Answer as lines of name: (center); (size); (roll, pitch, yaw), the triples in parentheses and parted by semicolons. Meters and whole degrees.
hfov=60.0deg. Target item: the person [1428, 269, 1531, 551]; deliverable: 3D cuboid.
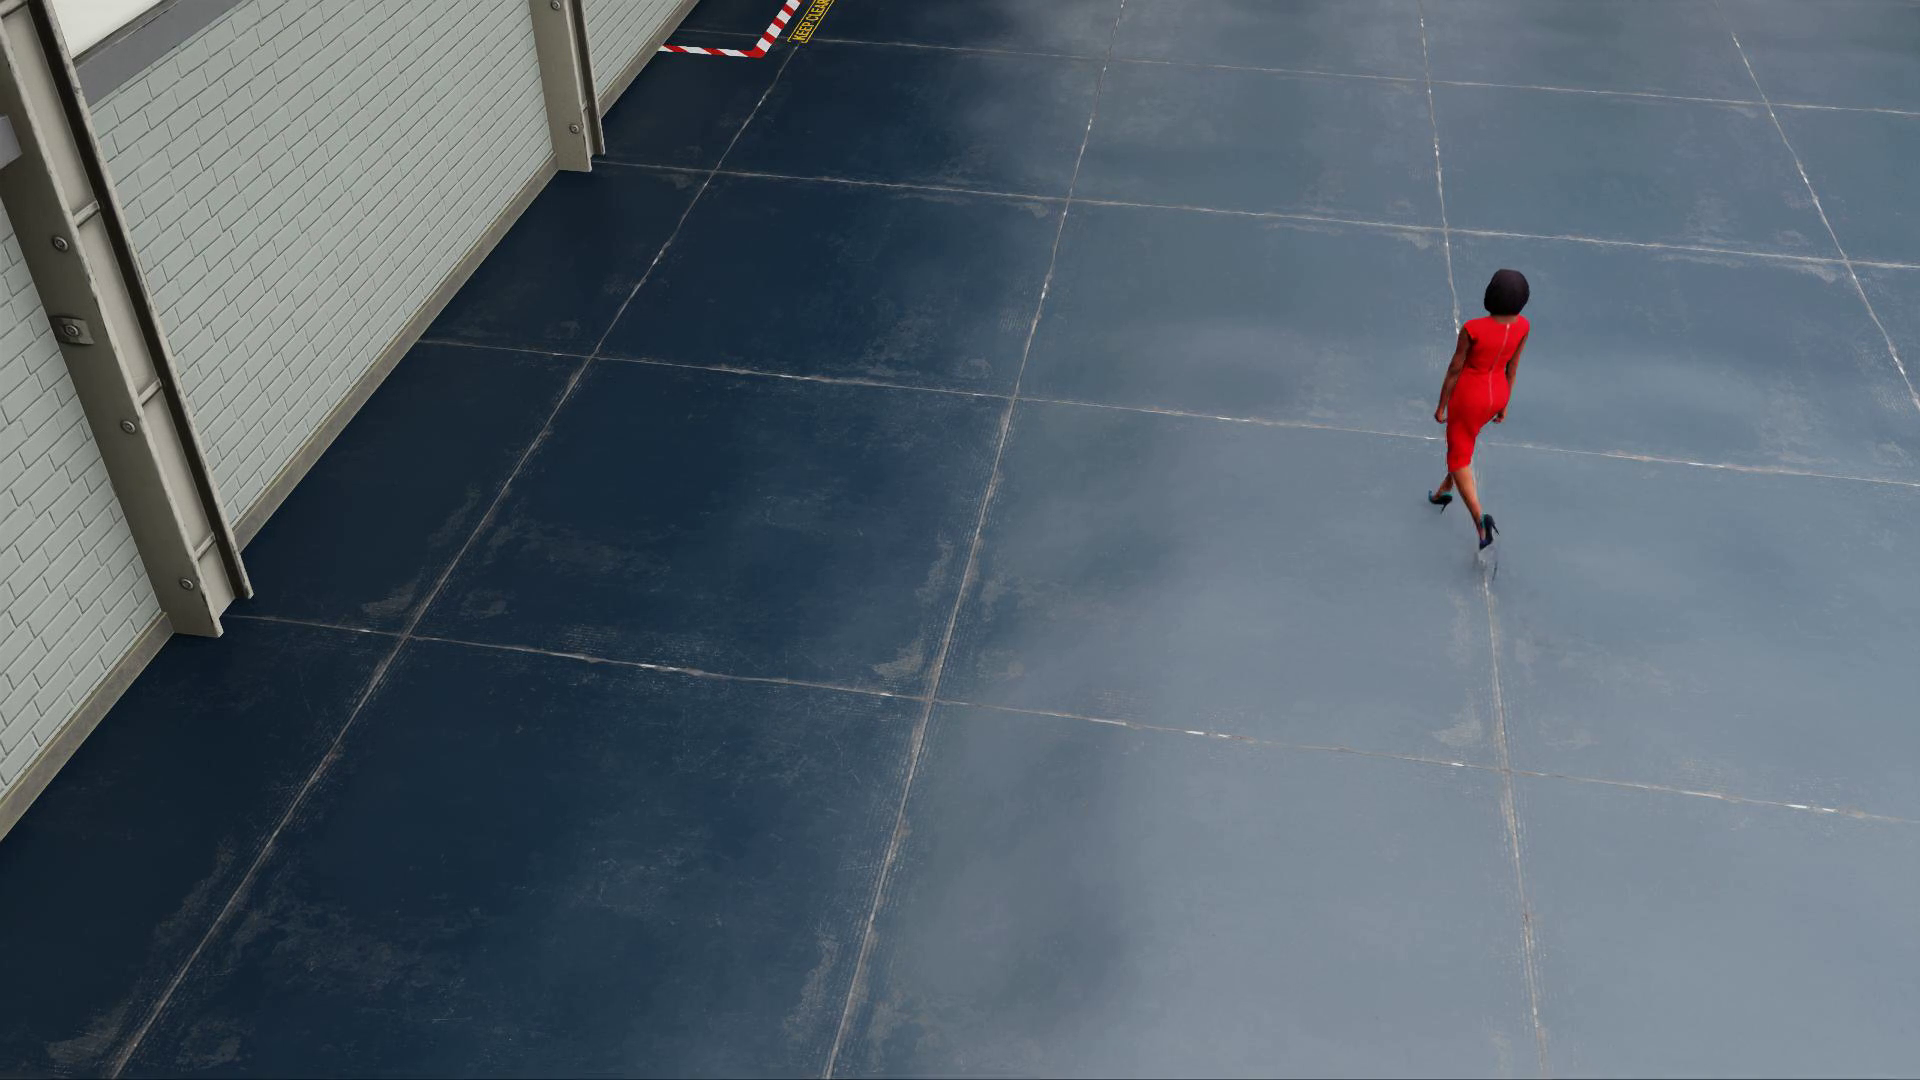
person: (2.985, -0.718, 9.535); (0.866, 1.717, 1.107); (-9, 39, -11)
